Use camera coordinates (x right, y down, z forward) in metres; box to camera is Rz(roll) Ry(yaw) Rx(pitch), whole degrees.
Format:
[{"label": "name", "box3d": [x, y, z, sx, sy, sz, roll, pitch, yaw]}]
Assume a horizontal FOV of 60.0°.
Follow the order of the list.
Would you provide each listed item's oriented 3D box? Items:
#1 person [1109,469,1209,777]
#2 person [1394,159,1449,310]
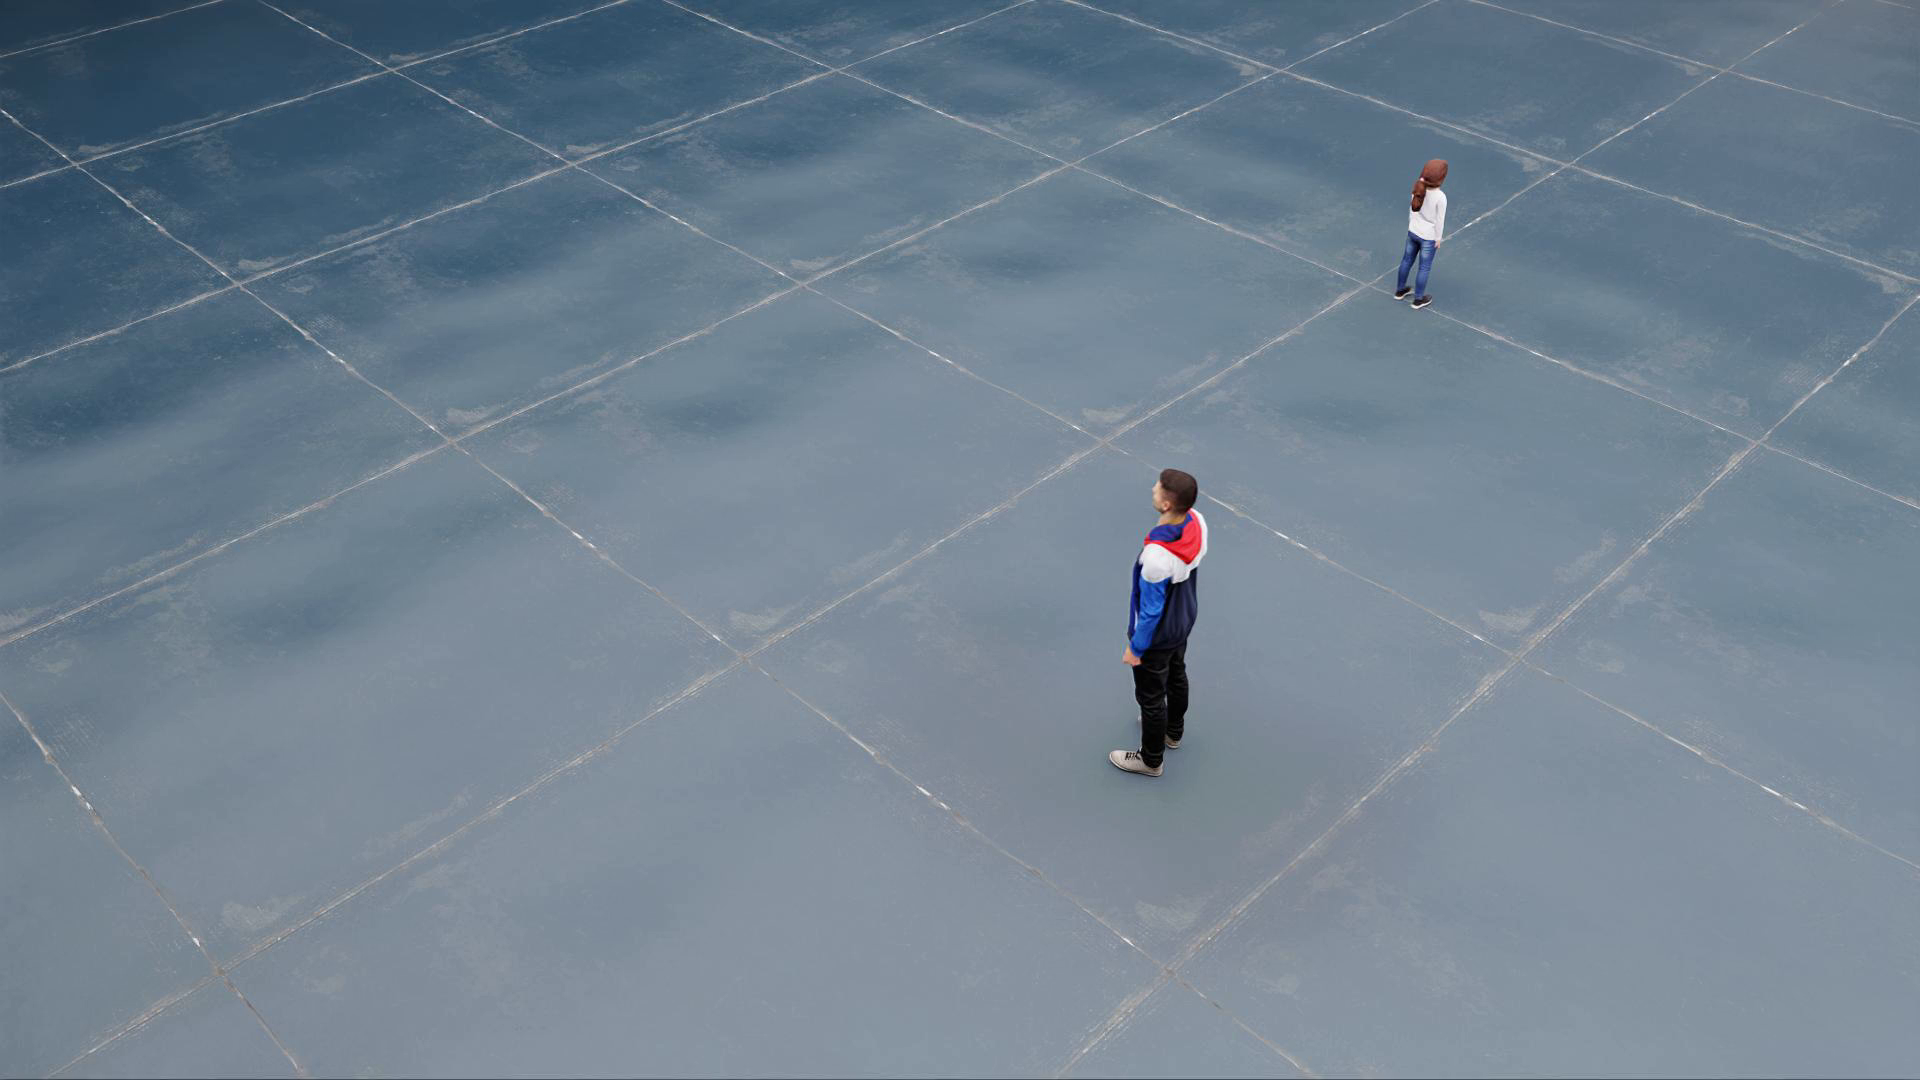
[{"label": "person", "box3d": [0.980, 0.396, 7.994, 0.734, 1.757, 0.548, 23, 43, 27]}, {"label": "person", "box3d": [3.336, -2.225, 11.976, 0.482, 1.110, 0.456, -26, 44, -30]}]
